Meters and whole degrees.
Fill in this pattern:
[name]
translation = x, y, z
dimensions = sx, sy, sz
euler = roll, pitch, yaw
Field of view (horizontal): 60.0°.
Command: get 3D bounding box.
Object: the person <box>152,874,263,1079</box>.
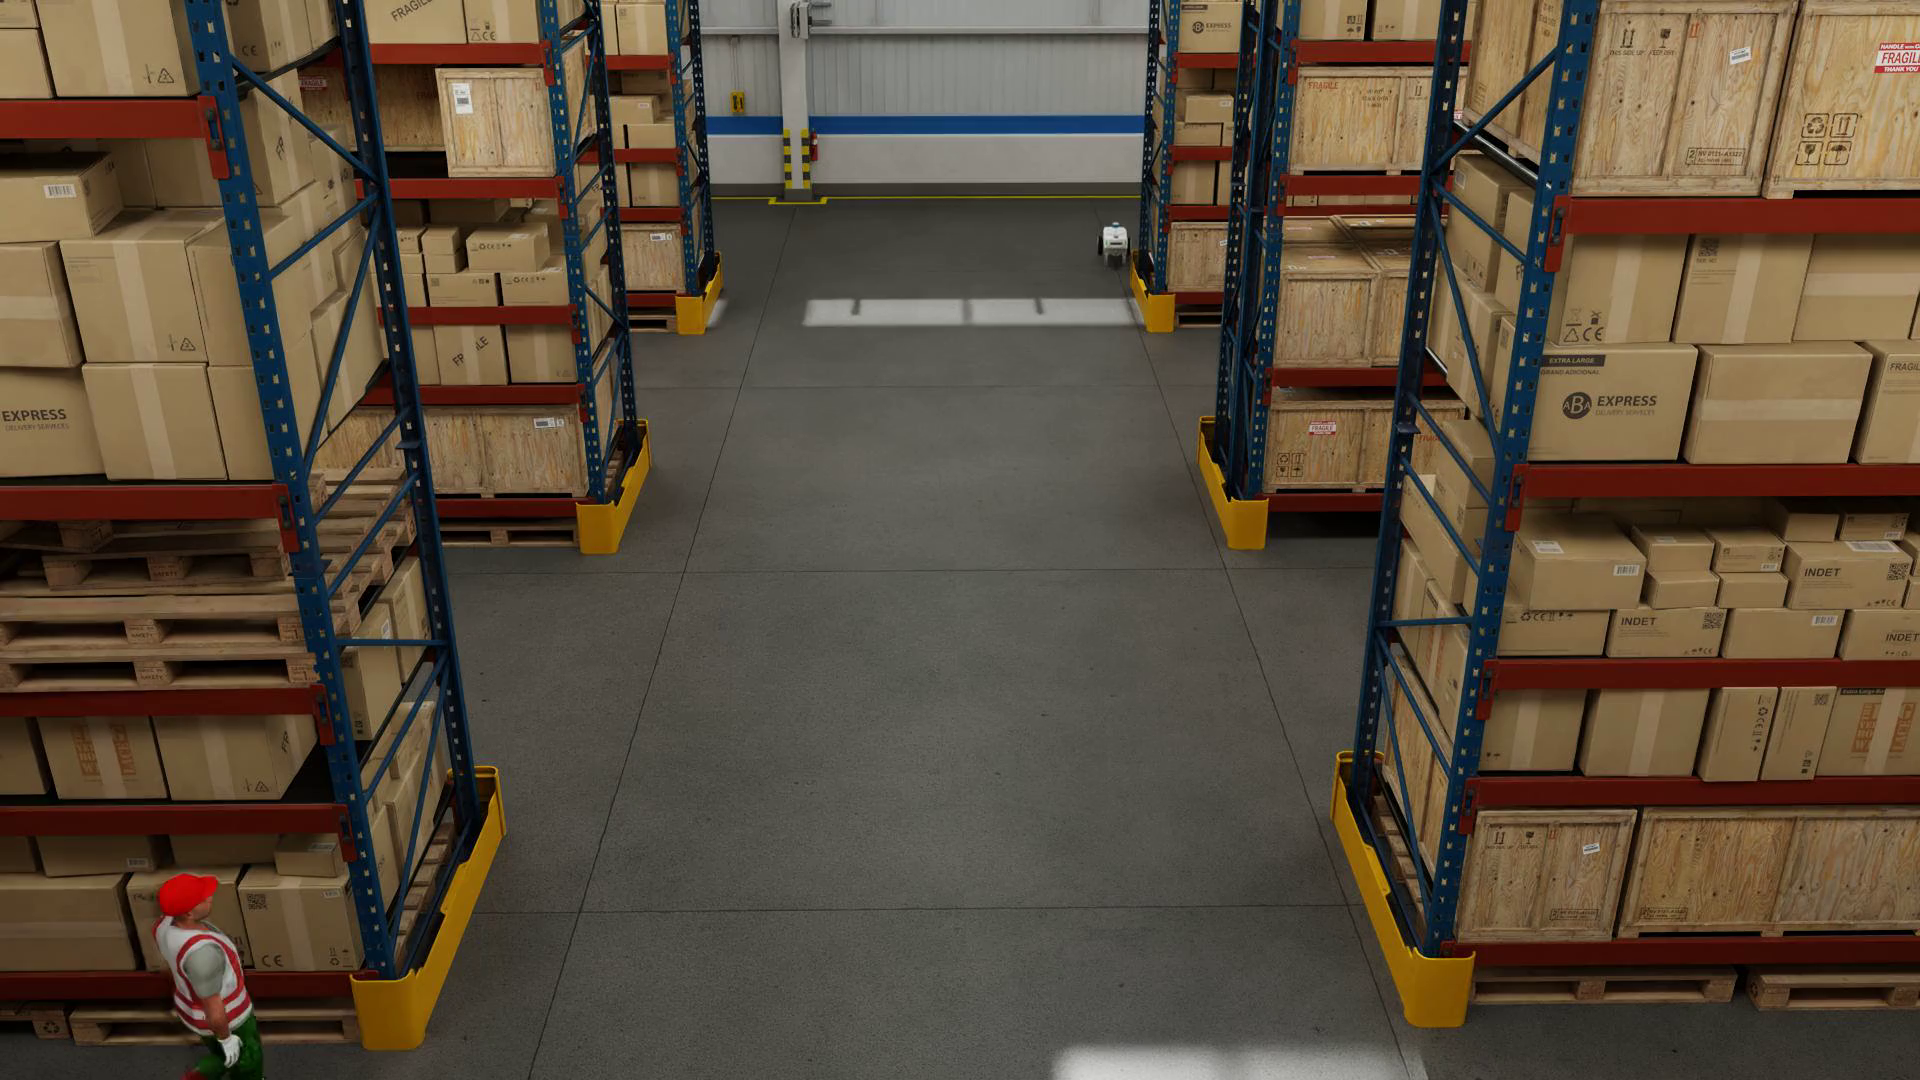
[person]
translation = -3.875, 2.456, 8.577
dimensions = 0.563, 1.781, 0.751
euler = 21, 32, 37

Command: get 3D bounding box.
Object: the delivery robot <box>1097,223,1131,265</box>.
[delivery robot]
translation = 2.234, -4.418, 24.911
dimensions = 0.667, 0.535, 0.745
euler = 1, 25, 3
